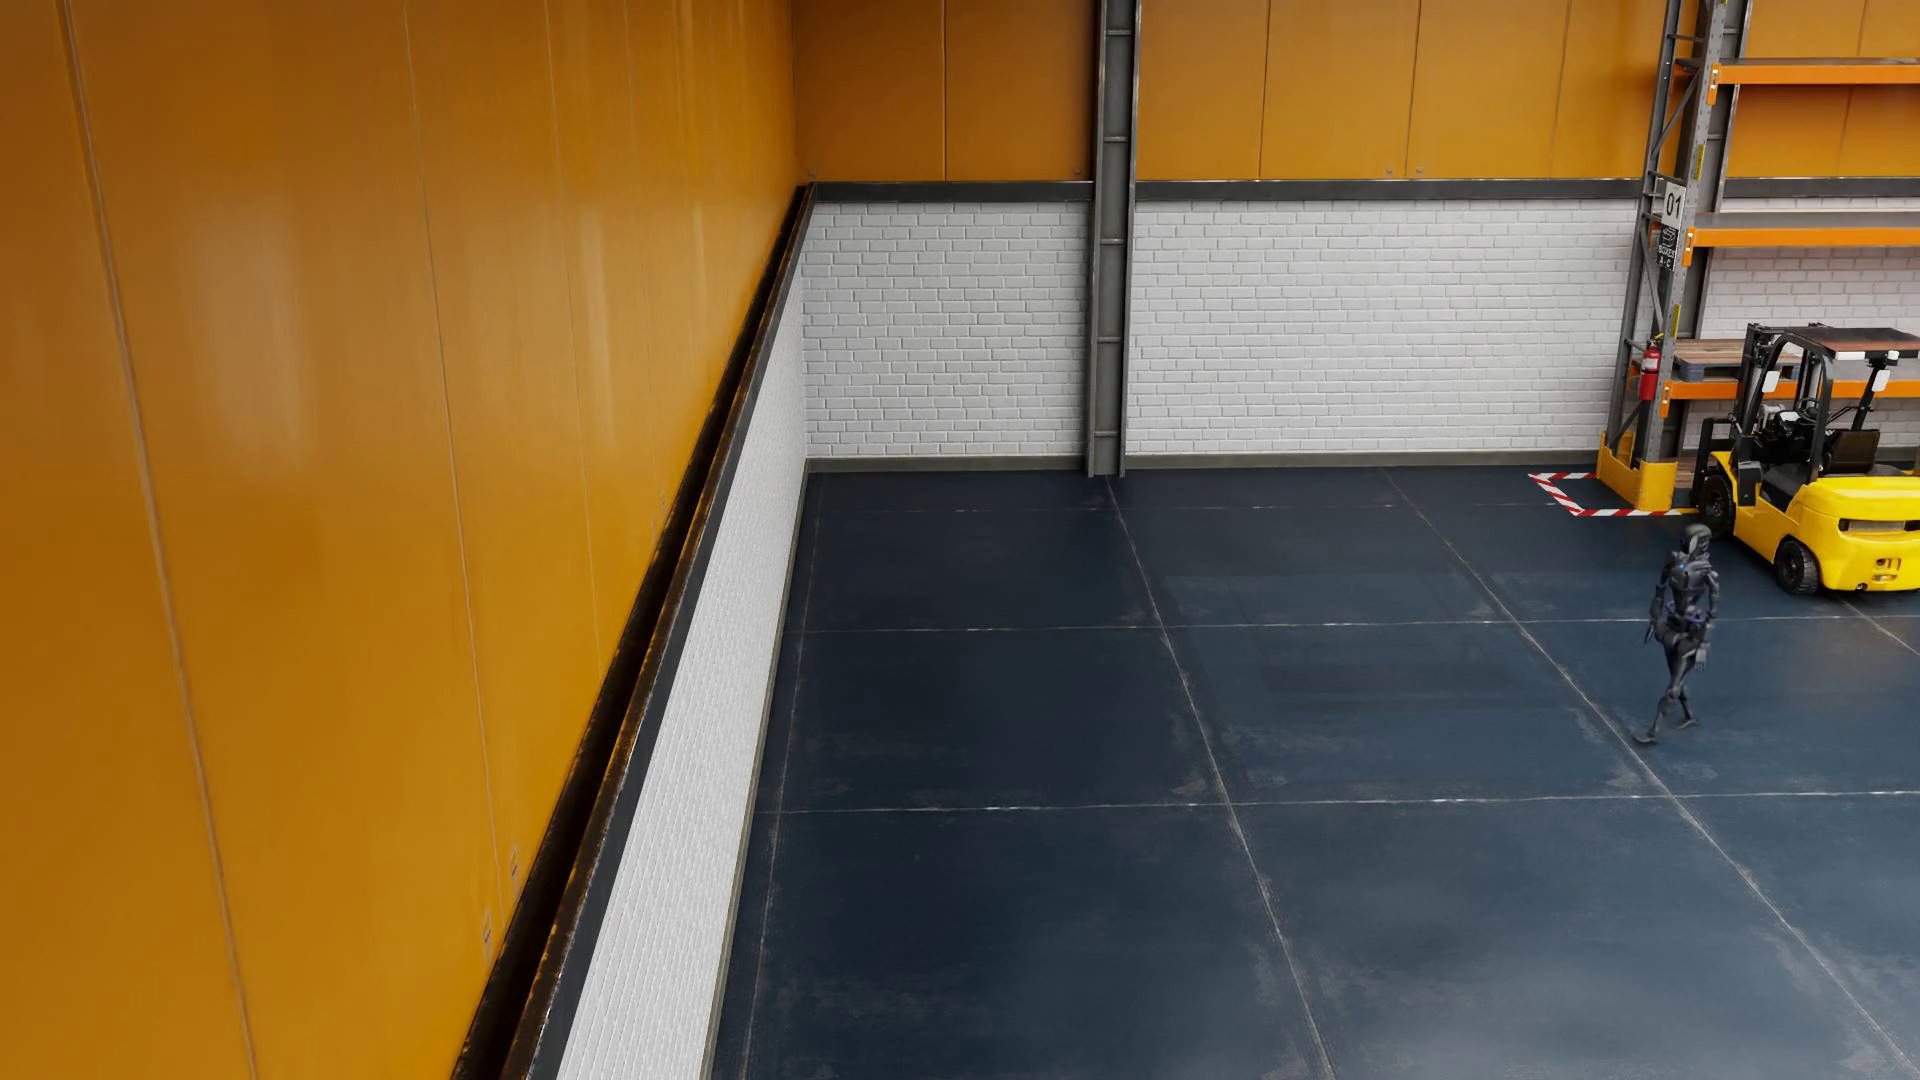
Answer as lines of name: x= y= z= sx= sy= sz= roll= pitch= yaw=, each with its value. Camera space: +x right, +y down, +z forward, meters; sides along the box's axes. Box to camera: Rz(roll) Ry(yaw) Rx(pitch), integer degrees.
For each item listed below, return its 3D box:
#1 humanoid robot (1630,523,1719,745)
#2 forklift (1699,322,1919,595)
humanoid robot: x=5.103 y=0.651 z=11.803 sx=0.753 sy=1.626 sz=0.589 roll=-8 pitch=22 yaw=-20
forklift: x=7.809 y=-0.792 z=14.926 sx=1.214 sy=2.155 sz=2.313 roll=-1 pitch=20 yaw=-2
